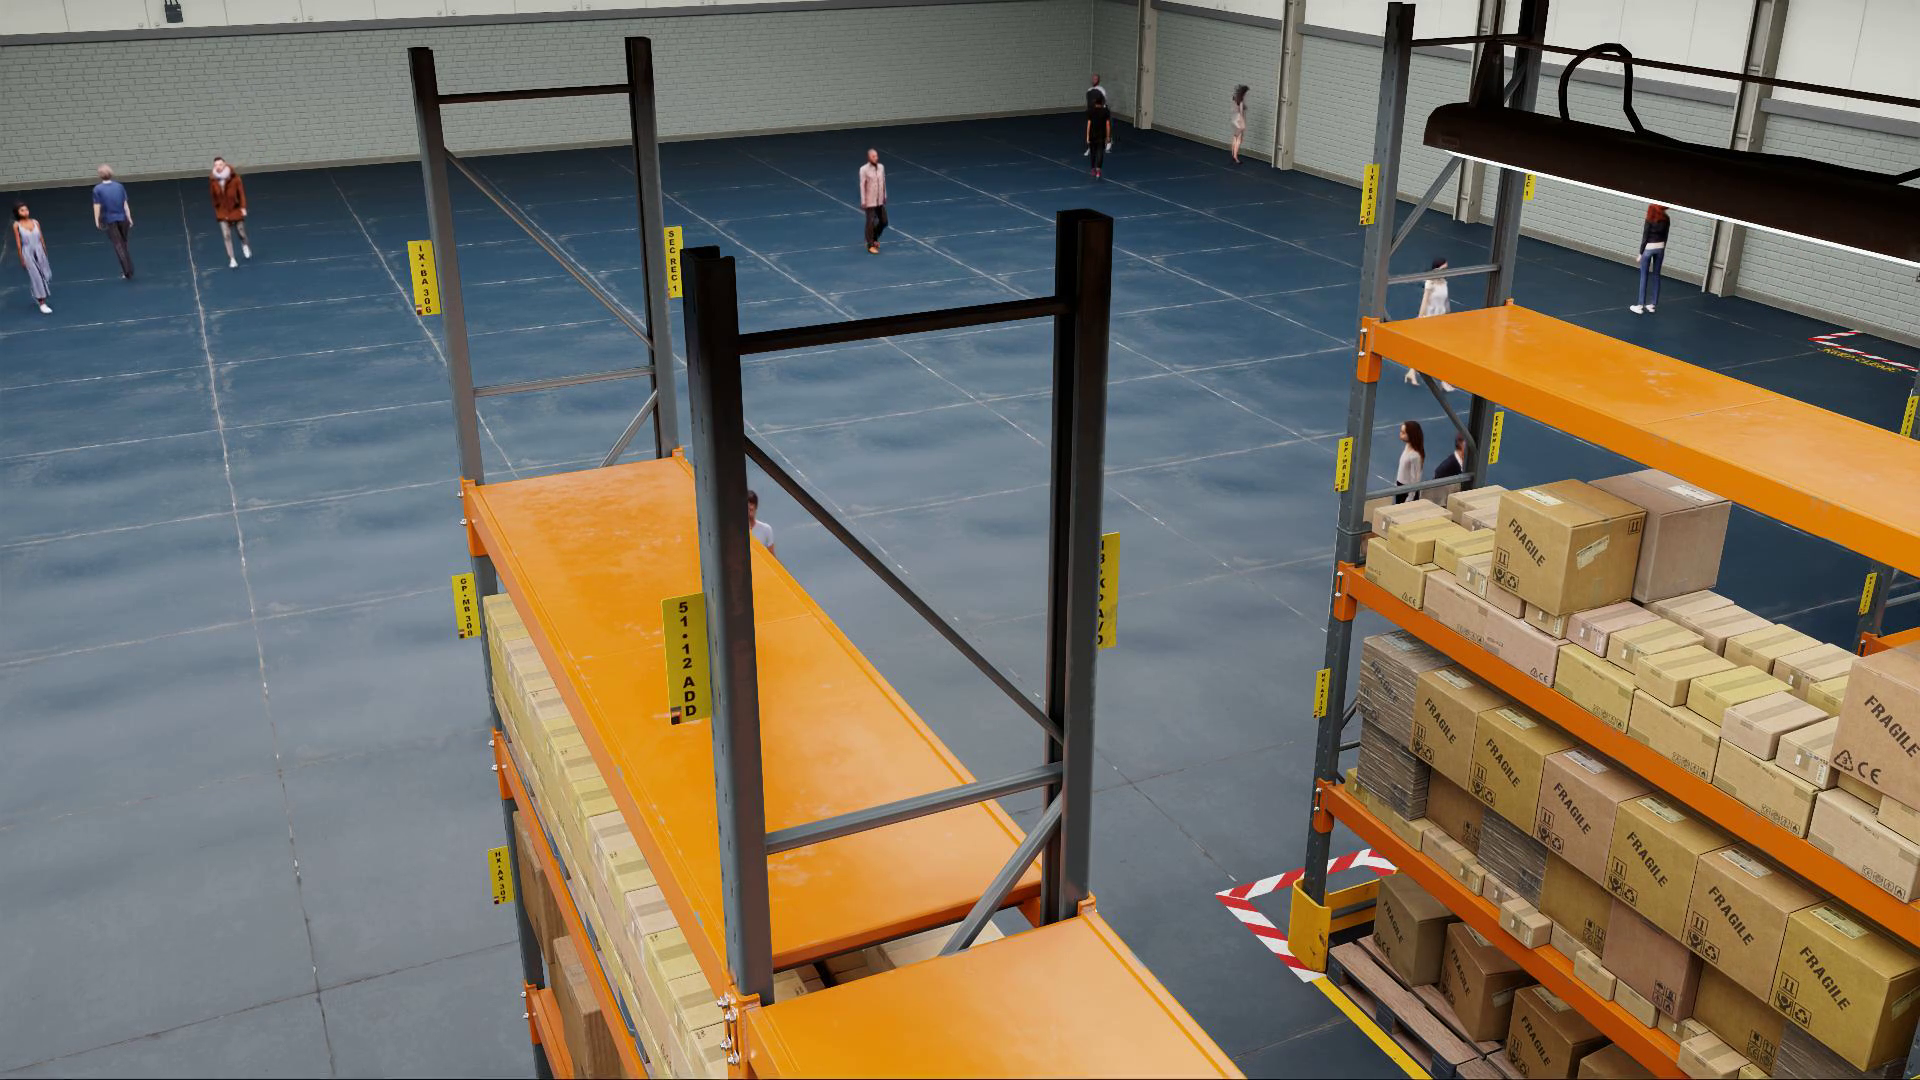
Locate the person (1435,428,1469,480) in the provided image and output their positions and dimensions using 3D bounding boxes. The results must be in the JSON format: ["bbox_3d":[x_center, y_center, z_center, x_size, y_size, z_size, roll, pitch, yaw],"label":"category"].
[{"bbox_3d":[4.504,-0.215,15.652,1.256,1.769,1.020,18,29,36],"label":"person"}]

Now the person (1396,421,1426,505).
[{"bbox_3d":[4.490,-0.489,16.661,0.672,1.484,0.540,0,23,-1],"label":"person"}]

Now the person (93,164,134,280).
[{"bbox_3d":[-13.791,-5.181,27.236,1.132,1.842,0.914,21,31,40],"label":"person"}]

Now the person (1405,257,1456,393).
[{"bbox_3d":[6.125,-2.851,21.879,0.812,1.747,1.080,-19,29,-37],"label":"person"}]

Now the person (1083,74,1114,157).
[{"bbox_3d":[3.158,-9.684,37.886,1.123,1.795,1.050,20,30,39],"label":"person"}]

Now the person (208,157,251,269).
[{"bbox_3d":[-12.347,-5.562,28.156,0.812,1.824,1.008,-5,24,-13],"label":"person"}]

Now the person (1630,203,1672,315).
[{"bbox_3d":[10.561,-4.352,25.355,0.646,1.789,0.647,-2,23,-5],"label":"person"}]

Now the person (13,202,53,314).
[{"bbox_3d":[-14.214,-4.327,25.433,0.967,1.682,0.809,17,28,34],"label":"person"}]

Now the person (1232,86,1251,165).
[{"bbox_3d":[6.182,-9.211,36.872,0.871,1.718,0.674,-4,23,-9],"label":"person"}]

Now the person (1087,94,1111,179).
[{"bbox_3d":[2.919,-8.508,35.224,1.036,1.713,1.251,3,23,6],"label":"person"}]

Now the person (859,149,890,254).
[{"bbox_3d":[-1.556,-5.931,29.065,0.777,1.790,0.751,-17,28,-35],"label":"person"}]
